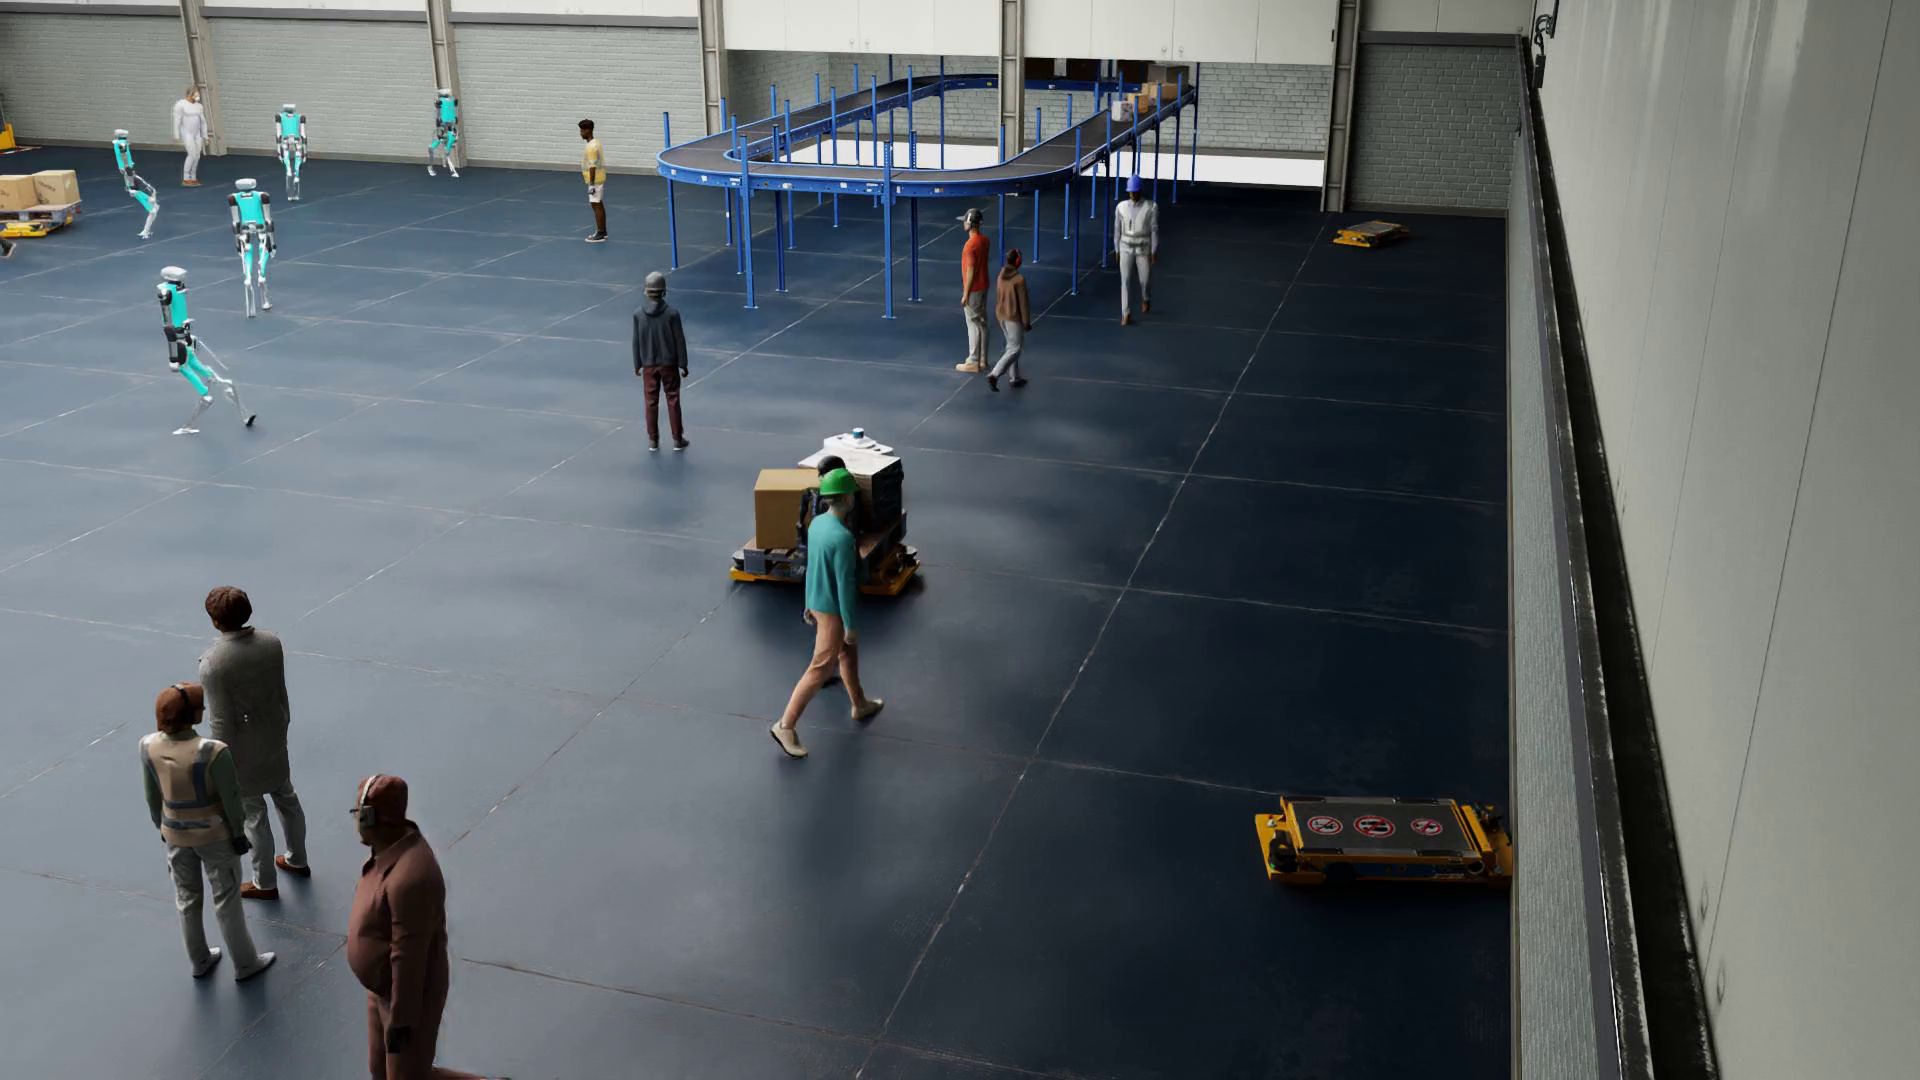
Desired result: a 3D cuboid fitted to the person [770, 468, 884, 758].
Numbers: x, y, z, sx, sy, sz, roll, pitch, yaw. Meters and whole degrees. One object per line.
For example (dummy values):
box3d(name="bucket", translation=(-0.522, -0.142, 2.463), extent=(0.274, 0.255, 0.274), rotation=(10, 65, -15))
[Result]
box3d(name="person", translation=(-0.874, 0.442, 10.863), extent=(0.917, 1.822, 0.552), rotation=(-11, 24, -27))

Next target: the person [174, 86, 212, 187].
box3d(name="person", translation=(-14.832, -7.788, 32.117), extent=(0.464, 1.894, 0.681), rotation=(7, 22, 18))

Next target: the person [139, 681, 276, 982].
box3d(name="person", translation=(-3.840, 1.488, 8.415), extent=(0.513, 1.635, 0.313), rotation=(4, 22, 11))

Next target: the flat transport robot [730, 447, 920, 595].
box3d(name="flat transport robot", translation=(-1.104, 0.192, 13.680), extent=(1.431, 0.231, 0.659), rotation=(6, 22, 14))

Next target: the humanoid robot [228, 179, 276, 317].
box3d(name="humanoid robot", translation=(-9.437, -3.818, 22.190), extent=(0.545, 1.896, 0.766), rotation=(-3, 21, -7))

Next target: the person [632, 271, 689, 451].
box3d(name="person", translation=(-2.998, -1.785, 16.662), extent=(0.553, 1.809, 0.379), rotation=(0, 21, 1))

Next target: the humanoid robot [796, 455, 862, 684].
box3d(name="humanoid robot", translation=(-0.924, 0.194, 11.724), extent=(0.609, 1.646, 0.455), rotation=(17, 27, 36))

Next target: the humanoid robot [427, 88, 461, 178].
box3d(name="humanoid robot", translation=(-10.441, -8.149, 33.285), extent=(0.957, 1.767, 0.531), rotation=(14, 25, 32))

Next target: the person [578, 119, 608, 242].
box3d(name="person", translation=(-5.931, -5.822, 26.948), extent=(0.376, 1.949, 0.602), rotation=(-2, 21, -4))

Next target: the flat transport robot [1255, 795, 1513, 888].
box3d(name="flat transport robot", translation=(2.475, 1.751, 9.635), extent=(1.431, 0.231, 0.659), rotation=(1, 21, 2))

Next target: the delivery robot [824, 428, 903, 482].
box3d(name="delivery robot", translation=(-0.943, -0.745, 15.737), extent=(0.817, 0.613, 0.499), rotation=(20, 29, 41))

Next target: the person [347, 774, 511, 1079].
box3d(name="person", translation=(-2.353, 1.889, 7.083), extent=(0.657, 1.845, 0.667), rotation=(-14, 25, -32))

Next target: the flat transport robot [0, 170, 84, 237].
box3d(name="flat transport robot", translation=(-15.525, -5.320, 27.975), extent=(0.659, 0.231, 1.431), rotation=(-3, 21, -7))

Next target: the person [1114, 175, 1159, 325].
box3d(name="person", translation=(2.306, -3.811, 21.752), extent=(0.614, 1.929, 0.723), rotation=(6, 22, 15))

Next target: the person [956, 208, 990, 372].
box3d(name="person", translation=(0.144, -2.924, 19.484), extent=(0.393, 1.912, 0.475), rotation=(9, 23, 23))

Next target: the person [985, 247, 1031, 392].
box3d(name="person", translation=(0.534, -2.459, 18.669), extent=(0.672, 1.628, 0.464), rotation=(-15, 26, -35))

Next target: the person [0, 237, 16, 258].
box3d(name="person", translation=(-14.916, -5.177, 25.285), extent=(0.693, 1.936, 0.628), rotation=(-5, 22, -13))

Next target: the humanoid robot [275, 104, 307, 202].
box3d(name="humanoid robot", translation=(-12.251, -7.059, 30.441), extent=(0.555, 1.743, 0.895), rotation=(-3, 21, -9))

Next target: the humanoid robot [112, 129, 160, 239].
box3d(name="humanoid robot", translation=(-13.415, -5.825, 27.284), extent=(0.670, 1.828, 0.537), rotation=(-13, 25, -31))

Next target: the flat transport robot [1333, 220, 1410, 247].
box3d(name="flat transport robot", translation=(6.718, -4.983, 27.102), extent=(0.659, 0.231, 1.431), rotation=(17, 27, 37))

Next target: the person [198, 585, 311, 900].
box3d(name="person", translation=(-3.892, 1.109, 9.134), extent=(0.365, 1.832, 0.503), rotation=(9, 23, 23))

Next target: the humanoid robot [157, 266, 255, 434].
box3d(name="humanoid robot", translation=(-7.797, -1.930, 17.240), extent=(0.889, 1.836, 0.548), rotation=(-3, 21, -7))
